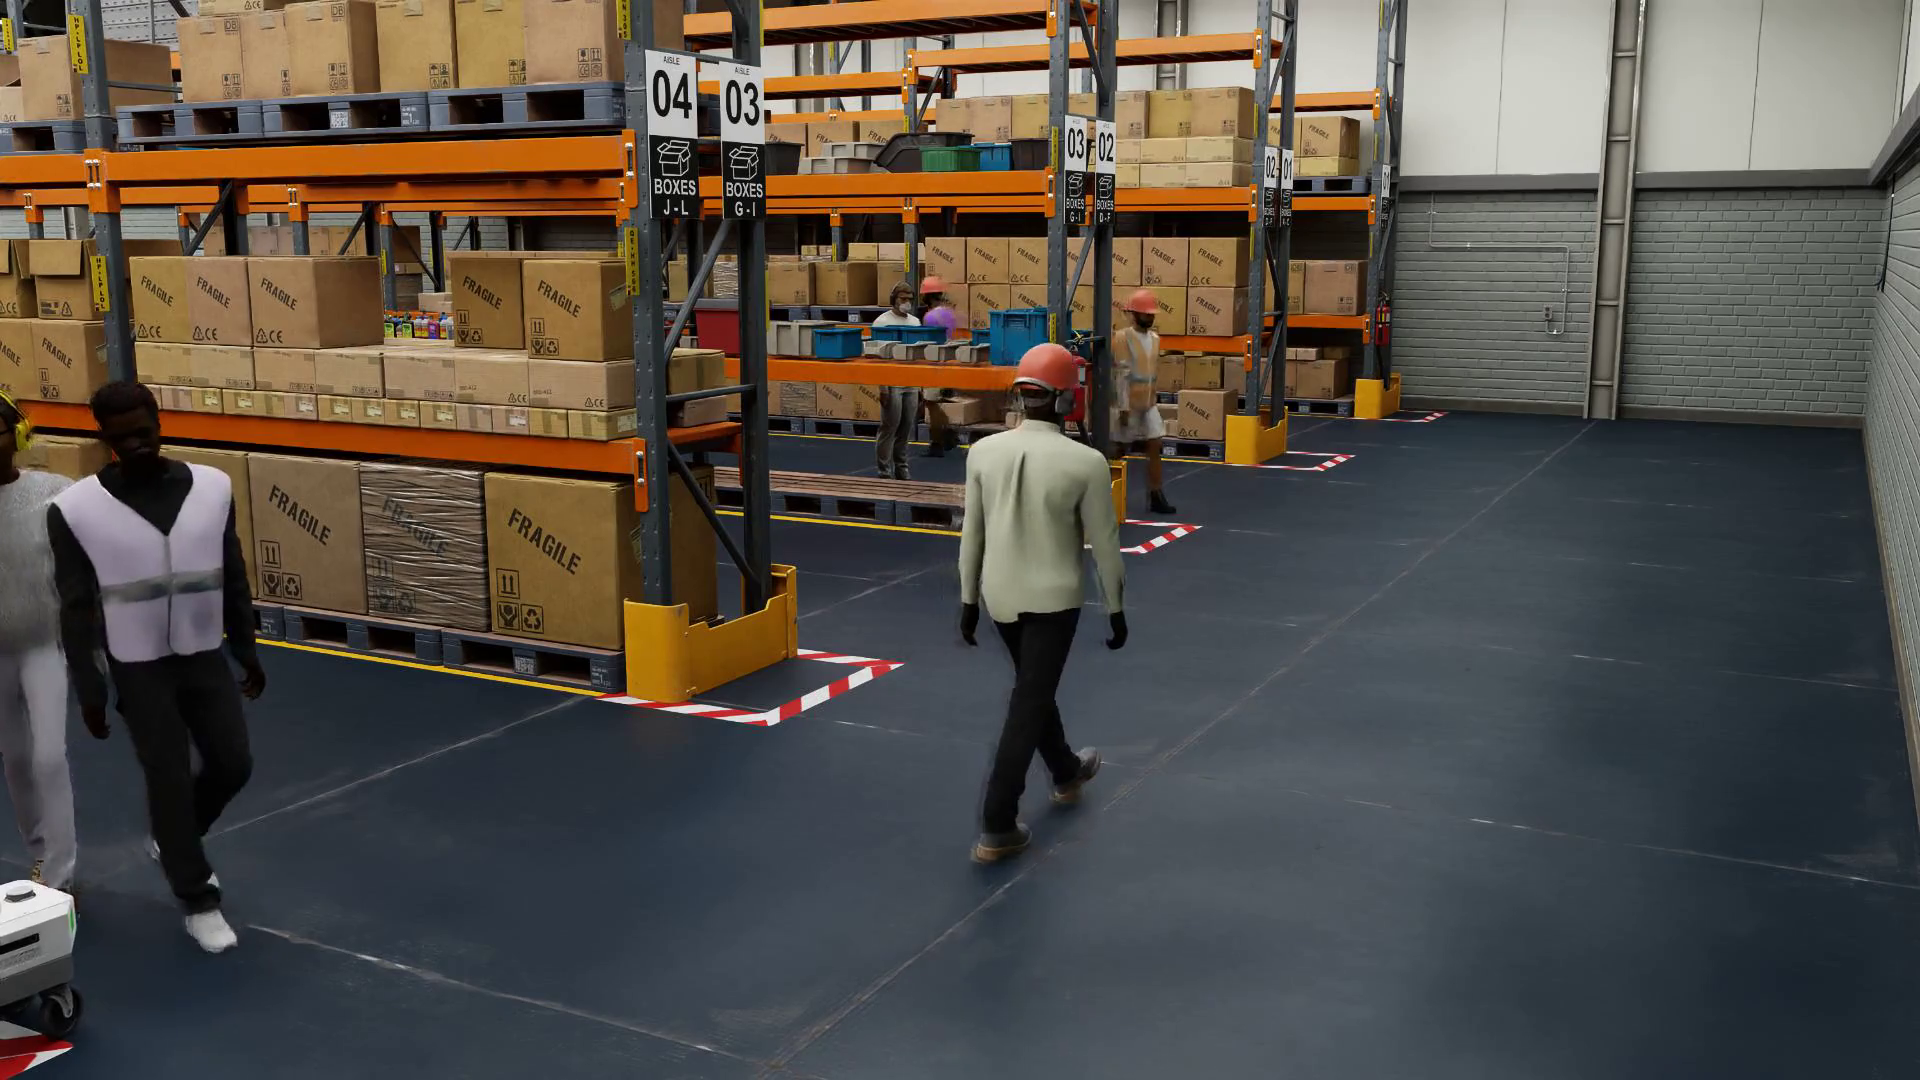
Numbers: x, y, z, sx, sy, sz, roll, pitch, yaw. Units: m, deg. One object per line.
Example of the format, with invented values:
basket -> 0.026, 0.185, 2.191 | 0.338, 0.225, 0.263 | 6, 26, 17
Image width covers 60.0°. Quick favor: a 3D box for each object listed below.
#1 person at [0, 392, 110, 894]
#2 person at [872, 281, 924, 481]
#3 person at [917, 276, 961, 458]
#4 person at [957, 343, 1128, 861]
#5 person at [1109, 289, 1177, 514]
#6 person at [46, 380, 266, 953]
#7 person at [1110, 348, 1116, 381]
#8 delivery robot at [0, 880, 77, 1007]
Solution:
person -> -3.230, 0.412, 5.639 | 0.537, 1.836, 0.819 | -3, 11, -16
person -> -0.553, -1.382, 15.169 | 0.373, 1.936, 0.627 | 7, 13, 35
person -> -0.285, -1.816, 17.585 | 0.391, 1.923, 0.541 | 4, 11, 19
person -> 0.356, 0.208, 6.483 | 0.640, 1.932, 1.040 | 7, 12, 33
person -> 1.475, -1.188, 14.221 | 0.549, 1.908, 0.878 | -8, 13, -37
person -> -2.636, 0.406, 5.526 | 0.584, 1.892, 0.622 | 9, 14, 41
person -> 2.100, -2.511, 21.638 | 0.588, 1.831, 1.013 | -6, 12, -29
delivery robot -> -2.894, 1.184, 4.686 | 0.477, 0.478, 0.707 | 6, 12, 31
